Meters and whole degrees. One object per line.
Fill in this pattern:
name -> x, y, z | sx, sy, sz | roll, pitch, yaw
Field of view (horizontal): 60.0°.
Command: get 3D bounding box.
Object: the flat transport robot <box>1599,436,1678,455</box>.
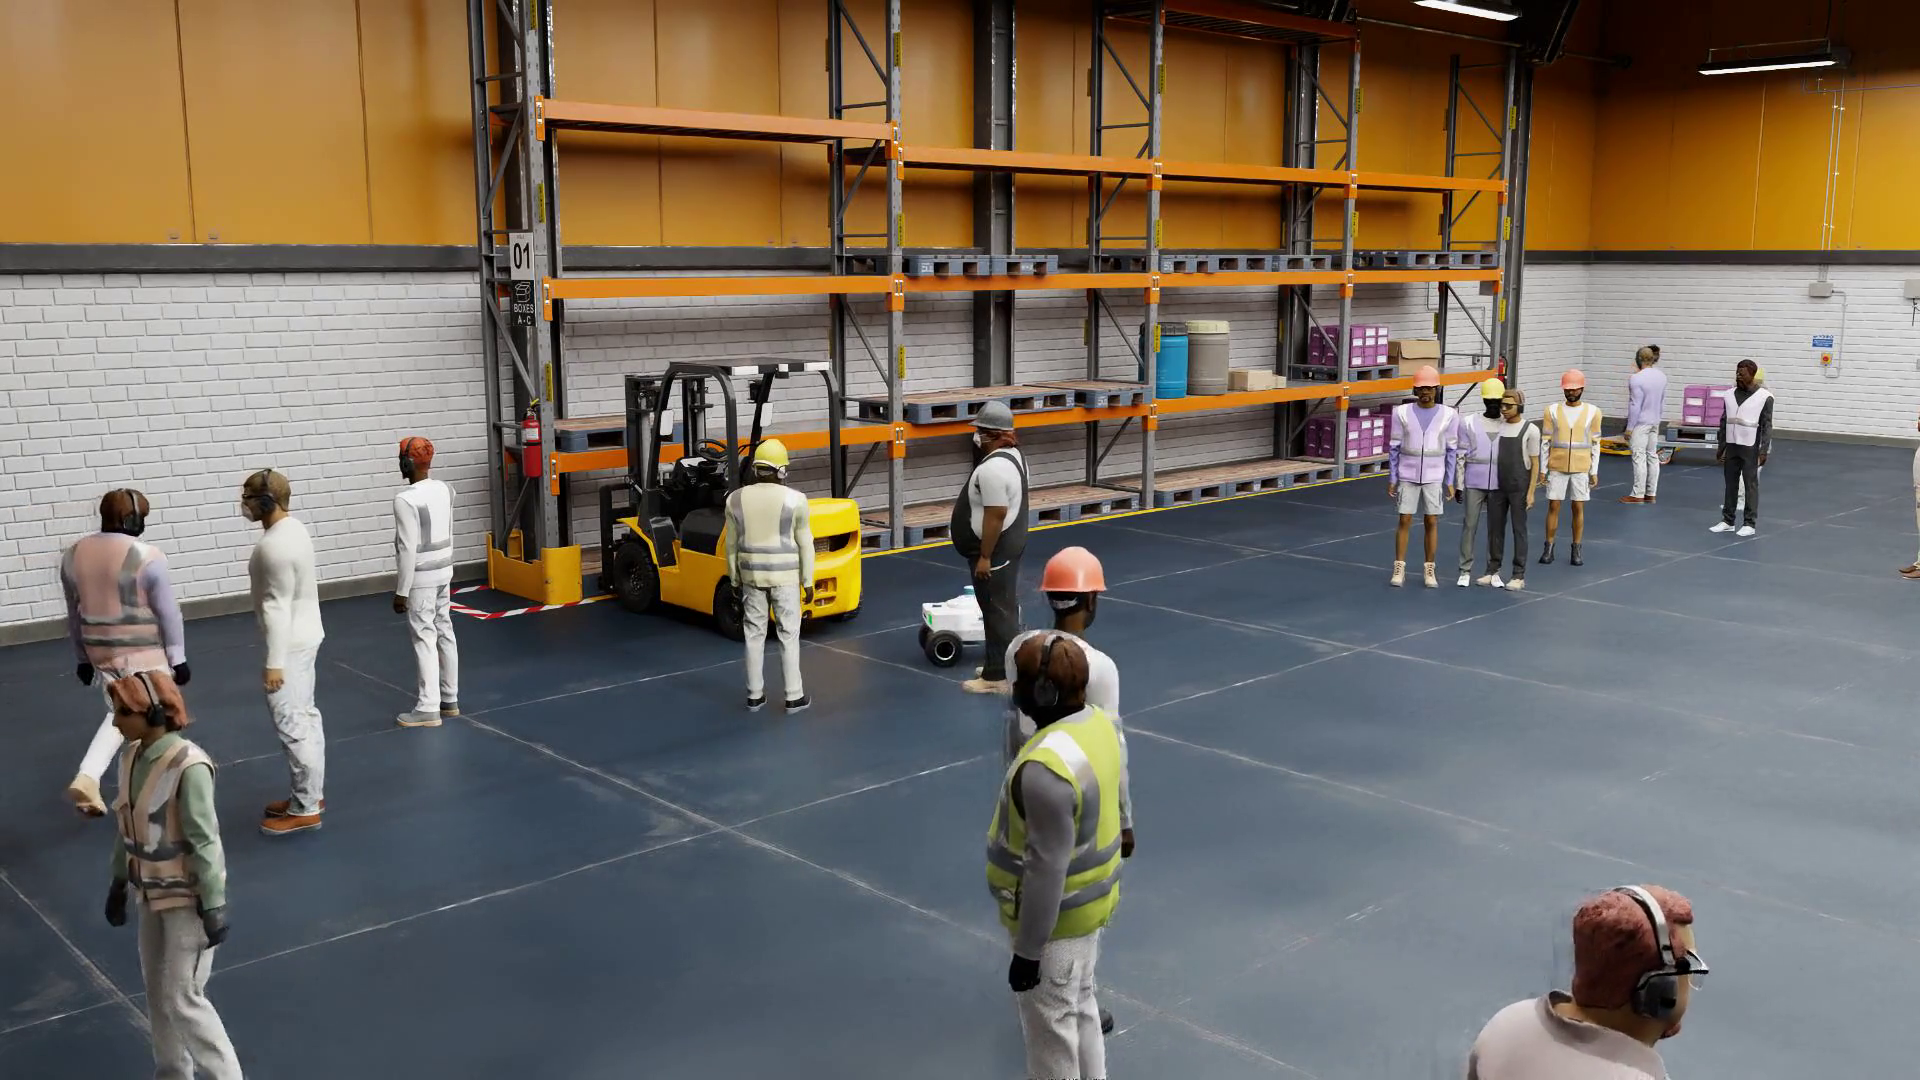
flat transport robot -> 10.391, -1.482, 25.728 | 1.431, 0.197, 0.652 | -6, 12, -33

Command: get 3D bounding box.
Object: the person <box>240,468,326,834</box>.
person -> -3.567, 0.582, 8.817 | 0.369, 1.933, 0.632 | -2, 10, -14

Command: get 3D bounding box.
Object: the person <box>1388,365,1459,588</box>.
person -> 4.228, -0.574, 15.229 | 0.605, 2.045, 0.380 | 3, 10, 15

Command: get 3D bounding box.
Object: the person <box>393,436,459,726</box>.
person -> -3.477, 0.267, 10.784 | 0.355, 1.882, 0.576 | 2, 10, 13

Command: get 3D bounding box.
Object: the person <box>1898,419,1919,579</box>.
person -> 9.091, -0.445, 15.677 | 0.285, 1.633, 0.497 | 5, 11, 26

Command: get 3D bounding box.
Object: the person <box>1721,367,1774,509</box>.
person -> 9.499, -1.225, 20.062 | 0.557, 1.706, 0.538 | 2, 10, 10

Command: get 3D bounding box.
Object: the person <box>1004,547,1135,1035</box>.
person -> 0.455, 0.982, 6.460 | 0.439, 1.922, 0.606 | -8, 13, -39

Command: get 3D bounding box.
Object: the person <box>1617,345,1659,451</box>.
person -> 10.648, -2.233, 26.032 | 0.665, 1.668, 0.554 | 7, 12, 35

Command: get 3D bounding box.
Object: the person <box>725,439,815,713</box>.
person -> -1.252, 0.241, 11.076 | 0.600, 1.830, 0.403 | 2, 10, 11

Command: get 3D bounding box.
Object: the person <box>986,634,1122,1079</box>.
person -> 0.298, 1.209, 5.407 | 0.429, 1.844, 0.642 | 3, 10, 19

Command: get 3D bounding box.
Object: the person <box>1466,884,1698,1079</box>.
person -> 1.289, 1.573, 3.214 | 0.983, 1.857, 0.650 | -1, 10, -6

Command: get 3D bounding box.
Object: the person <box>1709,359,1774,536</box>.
person -> 8.550, -1.010, 18.148 | 0.376, 1.917, 0.600 | -5, 11, -28

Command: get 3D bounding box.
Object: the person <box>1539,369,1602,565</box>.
person -> 5.988, -0.712, 16.346 | 0.552, 1.935, 0.365 | 4, 10, 21

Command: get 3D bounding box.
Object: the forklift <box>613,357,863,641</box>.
forklift -> -1.847, -0.414, 13.852 | 1.214, 2.155, 2.313 | -9, 13, -42

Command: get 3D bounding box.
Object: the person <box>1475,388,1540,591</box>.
person -> 5.010, -0.462, 15.157 | 0.344, 1.845, 0.506 | -8, 13, -41

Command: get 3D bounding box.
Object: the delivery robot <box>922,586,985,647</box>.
delivery robot -> 0.083, 0.589, 12.501 | 0.707, 0.478, 0.477 | -1, 10, -9

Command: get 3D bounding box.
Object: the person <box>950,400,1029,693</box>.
person -> 0.201, 0.040, 11.644 | 0.538, 2.000, 0.686 | 3, 10, 15

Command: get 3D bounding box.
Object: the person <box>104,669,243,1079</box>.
person -> -2.733, 1.249, 5.758 | 0.564, 1.632, 0.355 | 7, 12, 37

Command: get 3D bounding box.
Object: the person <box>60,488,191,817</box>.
person -> -4.462, 0.631, 8.871 | 0.630, 1.815, 0.539 | 3, 10, 15

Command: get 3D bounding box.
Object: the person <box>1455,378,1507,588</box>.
person -> 4.839, -0.520, 15.249 | 0.585, 1.929, 0.370 | 1, 10, 9

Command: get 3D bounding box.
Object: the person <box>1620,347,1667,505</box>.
person -> 8.361, -1.392, 20.345 | 0.632, 1.932, 0.359 | -6, 12, -33
